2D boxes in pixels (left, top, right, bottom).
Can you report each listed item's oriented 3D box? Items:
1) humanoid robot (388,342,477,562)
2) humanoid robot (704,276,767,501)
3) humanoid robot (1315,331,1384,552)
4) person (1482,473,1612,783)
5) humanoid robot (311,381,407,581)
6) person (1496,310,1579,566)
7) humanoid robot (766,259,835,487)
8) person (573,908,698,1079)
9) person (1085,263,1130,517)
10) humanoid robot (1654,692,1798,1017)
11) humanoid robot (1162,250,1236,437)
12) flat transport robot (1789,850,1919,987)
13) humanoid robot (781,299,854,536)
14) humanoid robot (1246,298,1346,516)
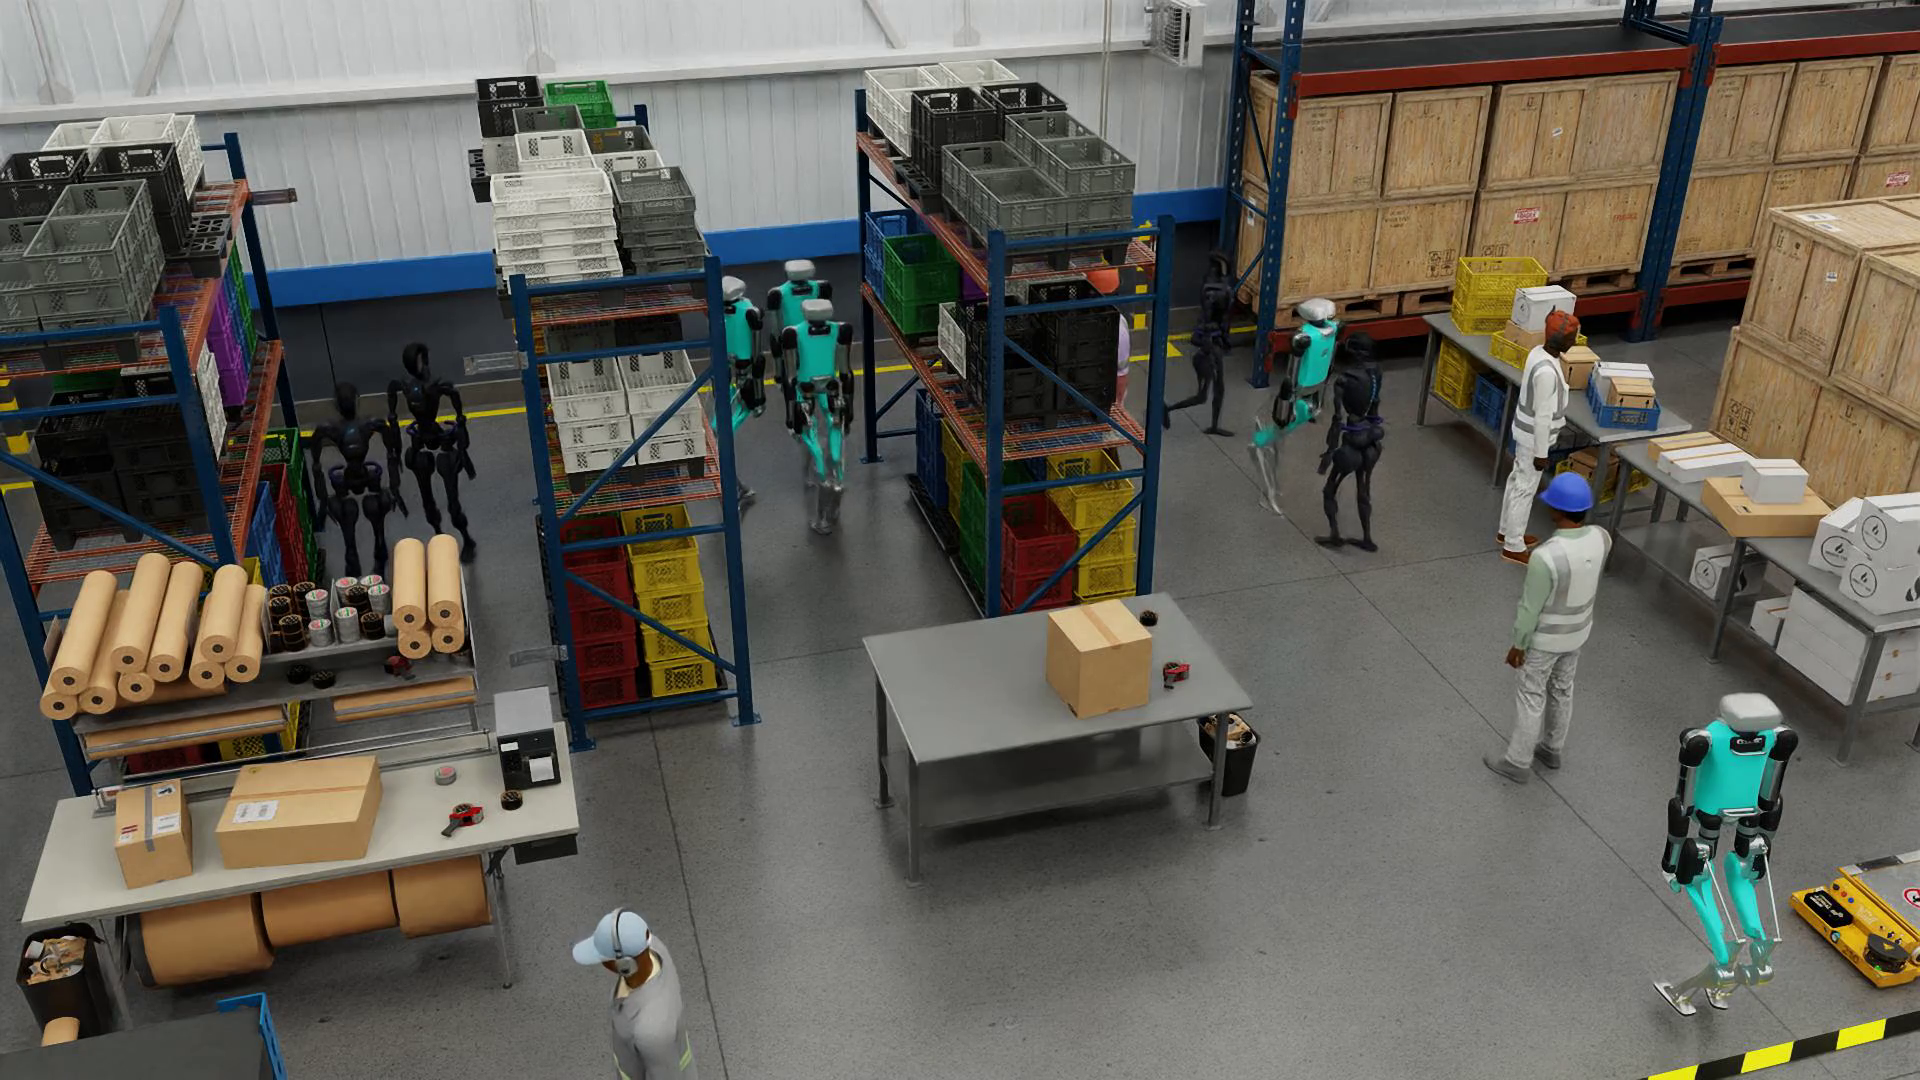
[{"bbox_3d":[-3.758,-0.634,11.842,0.608,1.649,0.315,2,29,4],"label":"humanoid robot"},{"bbox_3d":[-1.805,-1.075,12.530,0.550,1.754,0.678,21,35,33],"label":"humanoid robot"},{"bbox_3d":[2.859,-0.684,11.952,0.603,1.634,0.457,-23,36,-36],"label":"humanoid robot"},{"bbox_3d":[3.365,0.509,9.505,0.606,1.939,0.415,-17,33,-28],"label":"person"},{"bbox_3d":[-4.119,-0.328,11.336,0.591,1.652,0.609,-14,32,-24],"label":"humanoid robot"},{"bbox_3d":[4.099,-0.730,11.810,0.356,1.887,0.571,5,29,10],"label":"person"},{"bbox_3d":[-1.136,-1.251,12.891,0.542,1.768,0.682,-14,32,-24],"label":"humanoid robot"},{"bbox_3d":[-1.235,2.178,6.562,0.406,1.846,0.588,-7,30,-13],"label":"person"},{"bbox_3d":[1.029,-1.062,12.257,0.390,2.040,0.609,-6,29,-10],"label":"person"},{"bbox_3d":[3.584,1.554,7.673,0.533,1.675,0.735,-2,29,-4],"label":"humanoid robot"},{"bbox_3d":[1.995,-1.630,13.687,0.637,1.636,0.598,11,31,19],"label":"humanoid robot"},{"bbox_3d":[5.163,1.916,8.676,1.431,0.231,0.659,-8,30,-14],"label":"flat transport robot"},{"bbox_3d":[-0.968,-0.820,12.130,0.560,1.780,0.762,-10,30,-17],"label":"humanoid robot"},{"bbox_3d":[2.407,-1.015,12.518,0.540,1.805,0.792,-24,37,-37],"label":"humanoid robot"}]
